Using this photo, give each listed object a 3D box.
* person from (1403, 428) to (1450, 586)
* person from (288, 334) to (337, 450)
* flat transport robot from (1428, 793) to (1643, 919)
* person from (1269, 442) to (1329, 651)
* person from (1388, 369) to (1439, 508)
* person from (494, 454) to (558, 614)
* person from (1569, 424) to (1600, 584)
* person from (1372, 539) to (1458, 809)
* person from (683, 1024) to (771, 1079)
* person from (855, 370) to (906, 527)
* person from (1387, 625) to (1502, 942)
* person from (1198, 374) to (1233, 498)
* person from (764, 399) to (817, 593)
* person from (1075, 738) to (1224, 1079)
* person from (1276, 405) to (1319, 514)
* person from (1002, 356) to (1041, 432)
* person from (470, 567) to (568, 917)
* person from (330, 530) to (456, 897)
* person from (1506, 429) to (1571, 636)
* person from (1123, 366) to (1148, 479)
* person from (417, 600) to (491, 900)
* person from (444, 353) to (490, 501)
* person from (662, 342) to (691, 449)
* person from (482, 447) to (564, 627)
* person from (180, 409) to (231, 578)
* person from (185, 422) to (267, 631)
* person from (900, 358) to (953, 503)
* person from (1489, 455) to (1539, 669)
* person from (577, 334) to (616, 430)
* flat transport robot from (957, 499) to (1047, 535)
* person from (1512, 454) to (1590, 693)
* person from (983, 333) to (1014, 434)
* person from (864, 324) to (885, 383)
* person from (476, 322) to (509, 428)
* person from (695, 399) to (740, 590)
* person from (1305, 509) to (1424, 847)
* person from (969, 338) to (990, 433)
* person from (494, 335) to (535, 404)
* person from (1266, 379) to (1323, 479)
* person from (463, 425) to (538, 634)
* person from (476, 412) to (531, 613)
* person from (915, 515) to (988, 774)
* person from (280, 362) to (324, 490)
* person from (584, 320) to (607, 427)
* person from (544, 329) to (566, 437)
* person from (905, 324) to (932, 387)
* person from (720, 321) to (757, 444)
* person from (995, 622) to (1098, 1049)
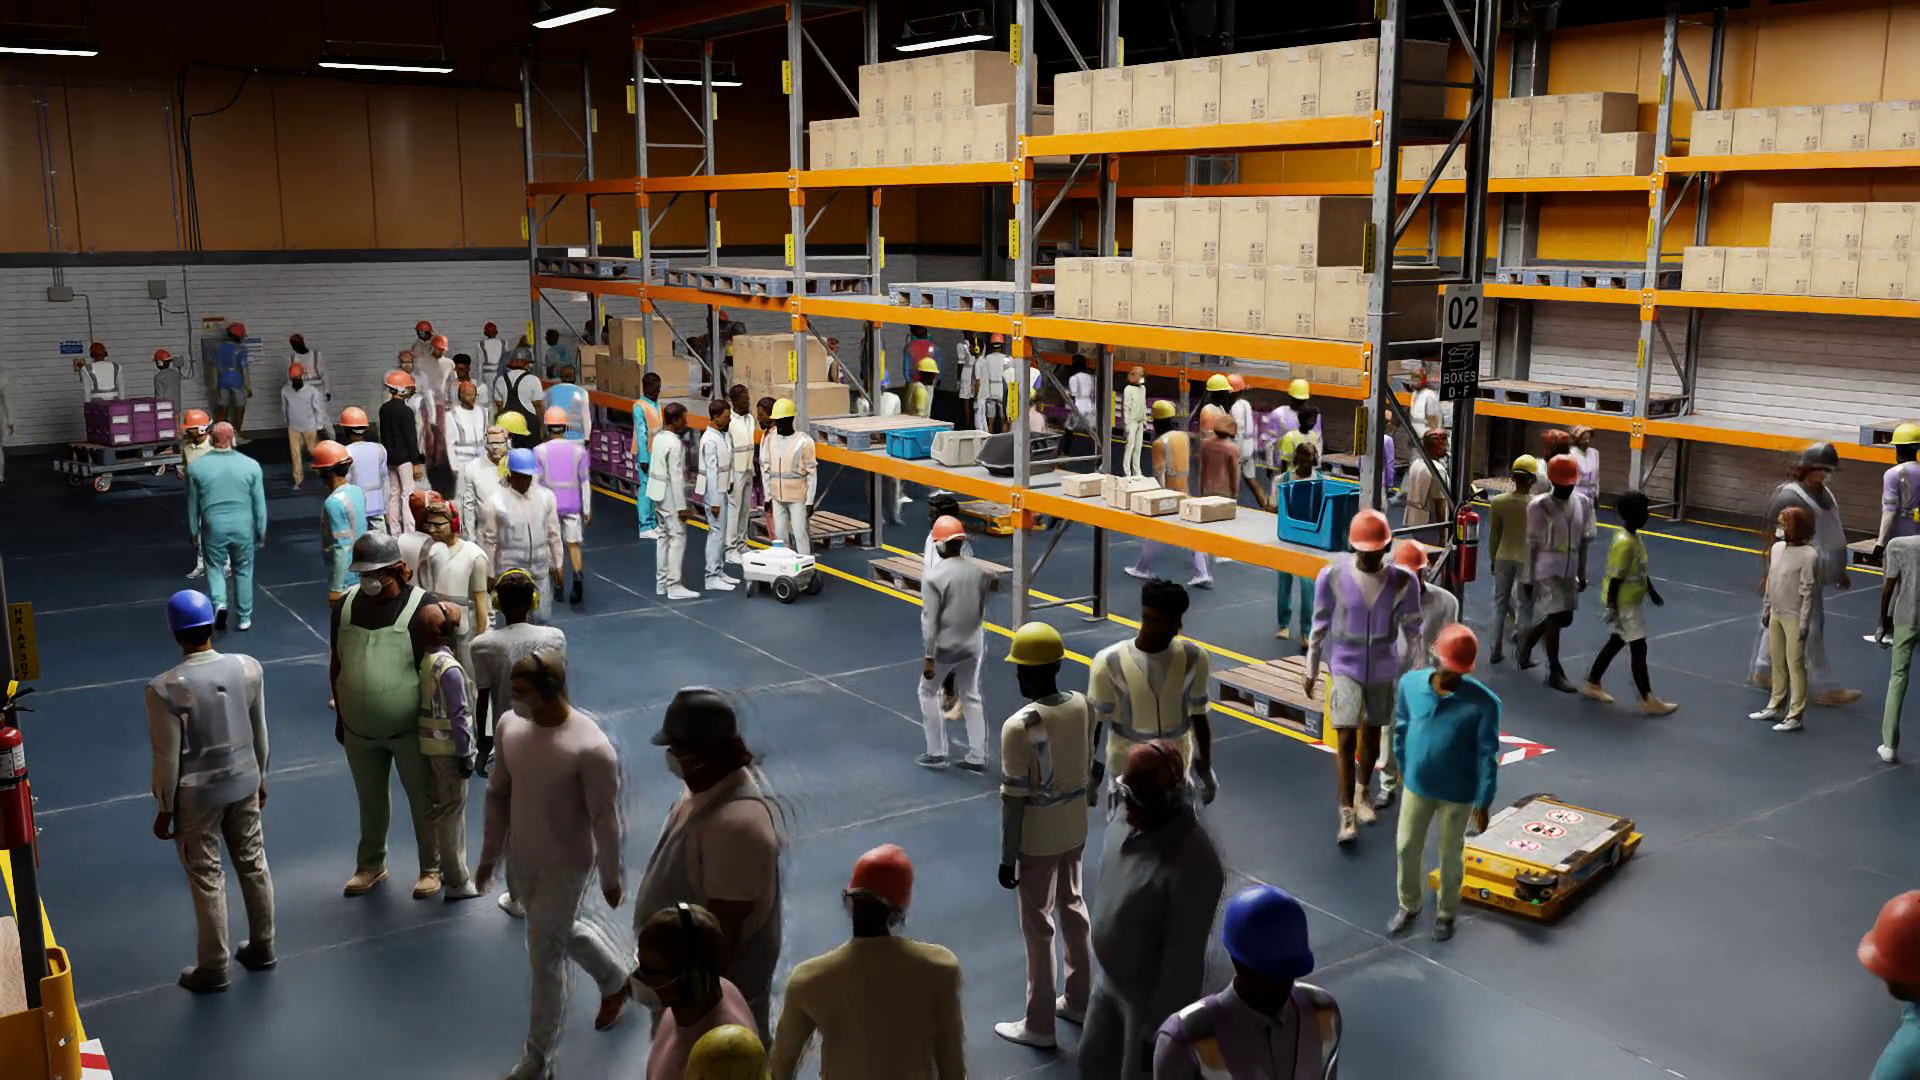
[{"bbox_3d":[4.145,-0.078,14.749,0.389,1.846,0.567,-2,11,-10],"label":"person"},{"bbox_3d":[-10.270,-2.338,26.311,0.636,1.847,0.393,-1,11,-7],"label":"person"},{"bbox_3d":[3.281,1.754,9.417,0.652,0.197,1.431,10,15,41],"label":"flat transport robot"},{"bbox_3d":[2.888,0.042,14.269,0.557,1.786,0.901,2,11,9],"label":"person"},{"bbox_3d":[5.841,-1.290,21.136,0.987,1.771,0.659,0,11,-2],"label":"person"},{"bbox_3d":[-3.526,0.211,13.476,0.736,1.800,0.600,7,13,31],"label":"person"},{"bbox_3d":[6.252,-0.380,16.869,0.547,1.618,0.419,-7,13,-30],"label":"person"},{"bbox_3d":[2.782,0.841,10.323,0.581,1.741,0.369,4,12,22],"label":"person"},{"bbox_3d":[-0.597,2.045,4.193,0.491,1.729,0.324,3,11,15],"label":"person"},{"bbox_3d":[-0.925,-1.082,19.750,0.633,1.903,0.708,-4,12,-20],"label":"person"},{"bbox_3d":[2.442,1.229,8.398,0.582,1.709,0.529,8,13,35],"label":"person"},{"bbox_3d":[2.871,-0.902,18.749,0.358,1.930,0.588,4,12,21],"label":"person"},{"bbox_3d":[-1.689,-0.434,16.364,0.591,1.926,0.386,6,13,30],"label":"person"},{"bbox_3d":[0.629,1.610,5.982,0.471,1.889,0.670,-4,12,-20],"label":"person"},{"bbox_3d":[3.640,-0.685,18.313,0.545,1.669,0.631,-7,13,-33],"label":"person"},{"bbox_3d":[0.873,-1.816,23.672,0.563,1.838,0.379,3,11,13],"label":"person"},{"bbox_3d":[-2.321,1.069,8.817,0.521,1.873,0.336,-5,12,-23],"label":"person"},{"bbox_3d":[-3.107,0.945,9.016,0.688,2.000,0.536,1,11,7],"label":"person"},{"bbox_3d":[5.076,-0.065,14.644,0.490,1.860,0.599,5,12,25],"label":"person"},{"bbox_3d":[2.441,-1.610,23.163,0.294,1.623,0.505,9,14,37],"label":"person"},{"bbox_3d":[-2.804,1.139,9.058,0.307,1.637,0.525,-9,14,-40],"label":"person"},{"bbox_3d":[-6.311,-1.412,21.267,0.601,1.967,0.369,2,11,8],"label":"person"},{"bbox_3d":[-4.268,-2.039,24.655,0.662,1.899,0.597,8,13,34],"label":"person"},{"bbox_3d":[-3.490,0.199,13.164,0.630,1.917,0.742,-8,14,-35],"label":"person"},{"bbox_3d":[-7.707,-0.463,16.968,0.564,1.748,0.339,4,12,21],"label":"person"},{"bbox_3d":[-6.493,-0.105,14.766,0.656,1.890,0.463,-5,12,-24],"label":"person"},{"bbox_3d":[-0.477,-1.408,21.499,0.897,1.872,0.600,-1,11,-5],"label":"person"},{"bbox_3d":[4.600,0.176,13.685,0.524,1.761,0.339,11,15,43],"label":"person"},{"bbox_3d":[-5.827,-2.395,26.677,0.569,1.822,0.548,0,11,-2],"label":"person"},{"bbox_3d":[0.363,-0.289,19.873,0.652,0.197,1.431,-7,13,-31],"label":"flat transport robot"},{"bbox_3d":[4.631,0.227,13.103,0.564,1.892,0.688,-4,12,-19],"label":"person"},{"bbox_3d":[0.572,-2.218,25.498,0.549,1.928,0.392,3,11,13],"label":"person"},{"bbox_3d":[-1.537,-2.981,29.640,0.397,1.835,0.551,3,11,15],"label":"person"},{"bbox_3d":[-7.981,-2.782,28.488,0.574,1.887,0.355,-6,12,-26],"label":"person"},{"bbox_3d":[-2.422,-0.450,16.506,0.401,1.908,0.597,0,11,-1],"label":"person"},{"bbox_3d":[2.399,0.810,9.809,0.637,1.993,0.976,1,11,5],"label":"person"},{"bbox_3d":[0.279,-2.143,25.297,0.334,1.860,0.509,3,11,14],"label":"person"},{"bbox_3d":[-6.776,-2.225,25.664,0.705,1.879,0.794,2,11,8],"label":"person"},{"bbox_3d":[3.769,-0.860,18.652,0.588,1.888,0.751,-3,11,-13],"label":"person"},{"bbox_3d":[-3.970,-0.047,14.438,0.645,1.907,0.400,-2,11,-11],"label":"person"},{"bbox_3d":[-4.282,-0.260,15.584,0.726,1.891,0.404,9,14,38],"label":"person"},{"bbox_3d":[-0.074,0.698,11.085,0.624,1.722,0.620,-10,15,-41],"label":"person"},{"bbox_3d":[-8.977,-1.586,22.786,0.562,1.728,0.717,0,11,0],"label":"person"},{"bbox_3d":[-6.240,-2.821,28.576,0.368,1.933,0.627,-3,11,-14],"label":"person"},{"bbox_3d":[-6.761,-2.601,27.719,0.401,1.828,0.525,4,12,19],"label":"person"},{"bbox_3d":[-0.791,-3.164,30.594,0.637,1.833,0.429,9,14,40],"label":"person"},{"bbox_3d":[-3.472,-2.521,26.754,0.911,2.000,0.699,5,12,24],"label":"person"},{"bbox_3d":[0.370,1.310,7.476,0.409,1.918,0.585,9,15,40],"label":"person"}]
